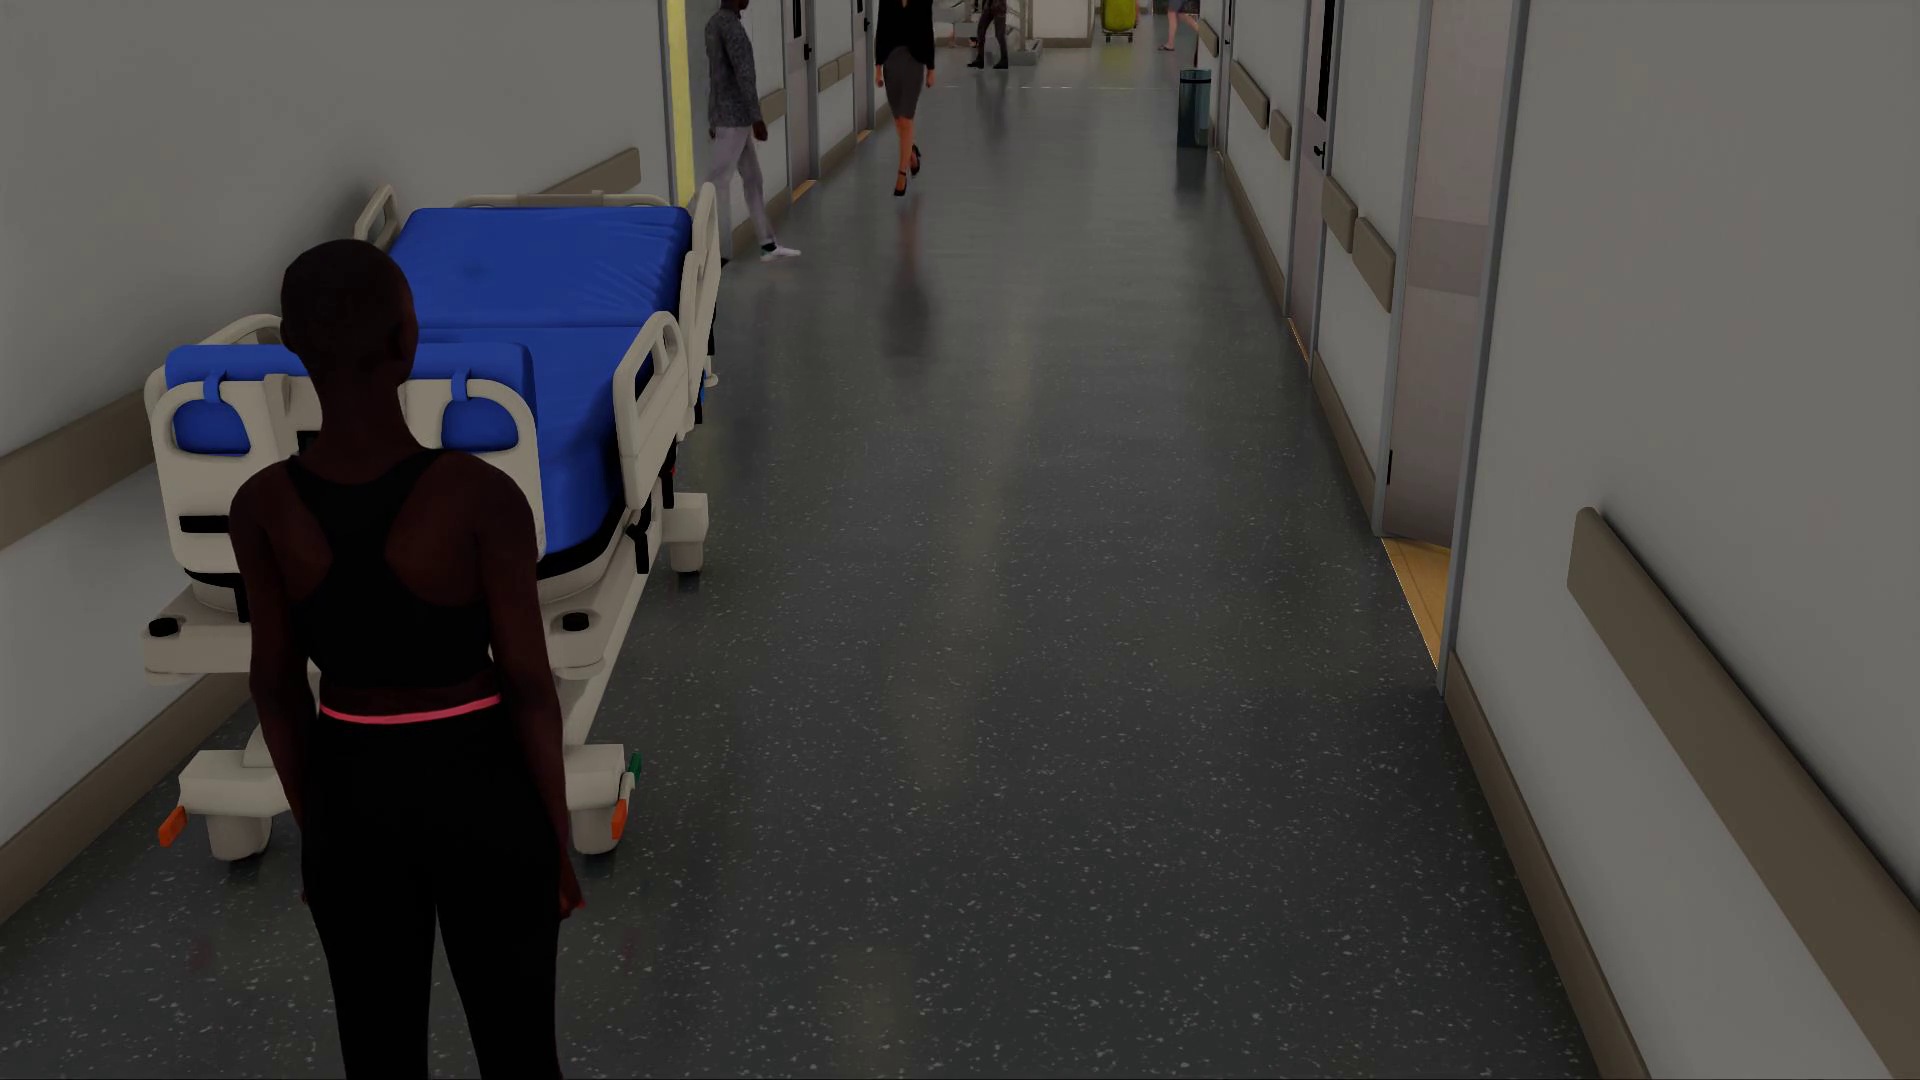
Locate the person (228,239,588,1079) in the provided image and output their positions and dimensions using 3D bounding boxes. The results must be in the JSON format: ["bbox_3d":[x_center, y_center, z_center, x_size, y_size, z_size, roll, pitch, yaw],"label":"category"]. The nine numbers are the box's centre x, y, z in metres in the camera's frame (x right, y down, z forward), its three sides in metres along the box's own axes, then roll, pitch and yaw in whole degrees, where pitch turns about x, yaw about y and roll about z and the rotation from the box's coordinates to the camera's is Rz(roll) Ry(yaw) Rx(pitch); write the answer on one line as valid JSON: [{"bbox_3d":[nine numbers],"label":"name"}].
[{"bbox_3d":[-0.784,0.439,2.419,0.497,1.757,0.655,0,21,-1],"label":"person"}]

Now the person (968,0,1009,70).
[{"bbox_3d":[0.570,-7.539,23.570,0.949,1.696,0.860,-13,25,-32],"label":"person"}]

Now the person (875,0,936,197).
[{"bbox_3d":[-0.428,-3.652,13.152,1.131,1.806,0.759,4,21,12],"label":"person"}]

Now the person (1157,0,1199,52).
[{"bbox_3d":[3.608,-8.783,26.688,1.062,1.813,0.745,5,21,12],"label":"person"}]

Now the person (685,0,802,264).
[{"bbox_3d":[-1.513,-2.576,10.315,1.290,1.804,1.061,-4,21,-11],"label":"person"}]

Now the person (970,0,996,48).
[{"bbox_3d":[0.289,-9.013,27.295,0.772,1.813,0.674,1,21,2],"label":"person"}]
